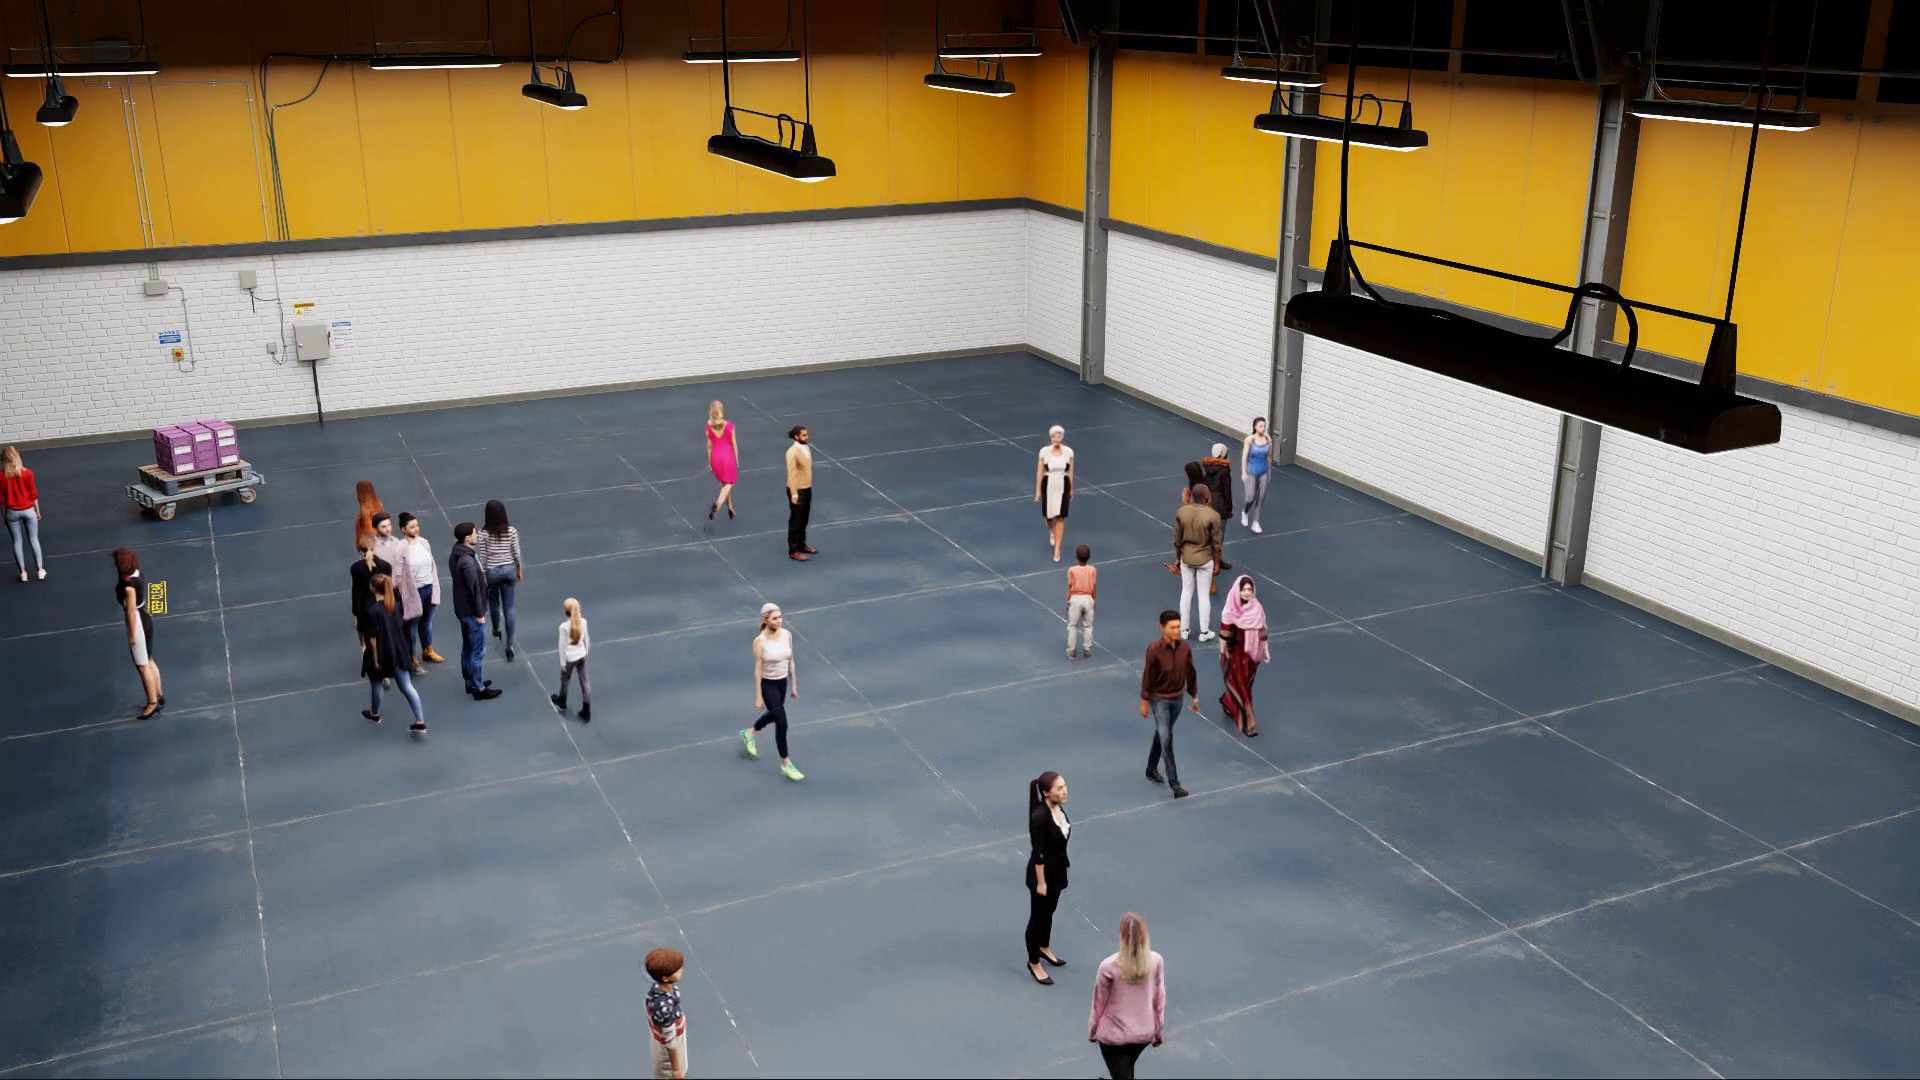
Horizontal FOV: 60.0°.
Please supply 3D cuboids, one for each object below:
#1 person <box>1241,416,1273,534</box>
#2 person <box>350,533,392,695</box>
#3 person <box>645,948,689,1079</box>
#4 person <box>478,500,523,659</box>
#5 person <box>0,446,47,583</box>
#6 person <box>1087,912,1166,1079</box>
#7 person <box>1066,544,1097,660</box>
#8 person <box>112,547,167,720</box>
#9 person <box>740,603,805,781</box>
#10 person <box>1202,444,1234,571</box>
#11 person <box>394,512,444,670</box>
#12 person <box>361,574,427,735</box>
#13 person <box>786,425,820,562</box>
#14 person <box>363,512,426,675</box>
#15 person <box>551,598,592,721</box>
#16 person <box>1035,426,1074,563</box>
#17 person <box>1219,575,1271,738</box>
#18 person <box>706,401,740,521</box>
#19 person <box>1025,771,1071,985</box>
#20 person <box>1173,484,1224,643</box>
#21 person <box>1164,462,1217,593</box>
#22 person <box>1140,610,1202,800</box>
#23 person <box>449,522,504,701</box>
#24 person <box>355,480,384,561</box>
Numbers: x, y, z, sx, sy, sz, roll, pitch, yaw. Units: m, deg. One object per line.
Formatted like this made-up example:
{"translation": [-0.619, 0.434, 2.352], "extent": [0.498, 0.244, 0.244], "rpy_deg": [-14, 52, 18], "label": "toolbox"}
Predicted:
{"translation": [3.981, -0.903, 22.481], "extent": [0.630, 1.605, 0.716], "rpy_deg": [-5, 19, -13], "label": "person"}
{"translation": [-6.028, 0.823, 17.152], "extent": [0.616, 1.736, 0.895], "rpy_deg": [-10, 21, -28], "label": "person"}
{"translation": [-1.847, 3.216, 10.512], "extent": [0.574, 1.439, 0.390], "rpy_deg": [-8, 20, -23], "label": "person"}
{"translation": [-5.003, 0.469, 18.181], "extent": [0.636, 1.750, 1.034], "rpy_deg": [-7, 20, -20], "label": "person"}
{"translation": [-11.660, -0.328, 20.622], "extent": [0.633, 1.703, 0.556], "rpy_deg": [-12, 22, -31], "label": "person"}
{"translation": [1.069, 3.148, 10.398], "extent": [0.704, 1.641, 1.108], "rpy_deg": [-6, 19, -17], "label": "person"}
{"translation": [1.338, 0.677, 18.254], "extent": [0.539, 1.309, 0.564], "rpy_deg": [-1, 19, -2], "label": "person"}
{"translation": [-8.264, 0.920, 16.771], "extent": [0.671, 1.796, 0.493], "rpy_deg": [-4, 19, -12], "label": "person"}
{"translation": [-1.809, 1.379, 15.606], "extent": [1.202, 1.669, 0.923], "rpy_deg": [15, 24, 38], "label": "person"}
{"translation": [3.260, -0.438, 21.058], "extent": [0.728, 1.633, 0.591], "rpy_deg": [-12, 22, -32], "label": "person"}
{"translation": [-5.898, 0.537, 17.998], "extent": [0.825, 1.738, 0.798], "rpy_deg": [10, 21, 28], "label": "person"}
{"translation": [-5.530, 1.159, 16.312], "extent": [1.213, 1.635, 1.027], "rpy_deg": [11, 22, 30], "label": "person"}
{"translation": [-2.067, -0.631, 21.445], "extent": [0.801, 1.752, 0.742], "rpy_deg": [7, 20, 19], "label": "person"}
{"translation": [-6.161, 0.561, 17.834], "extent": [1.029, 1.798, 0.886], "rpy_deg": [14, 23, 35], "label": "person"}
{"translation": [-3.841, 1.218, 16.725], "extent": [0.646, 1.260, 0.872], "rpy_deg": [-15, 24, -38], "label": "person"}
{"translation": [1.236, -0.636, 21.505], "extent": [0.983, 1.722, 1.179], "rpy_deg": [2, 19, 5], "label": "person"}
{"translation": [2.775, 1.096, 16.530], "extent": [0.677, 1.615, 1.085], "rpy_deg": [-7, 20, -20], "label": "person"}
{"translation": [-3.263, -1.033, 22.725], "extent": [0.935, 1.696, 1.028], "rpy_deg": [5, 19, 15], "label": "person"}
{"translation": [0.641, 2.476, 12.361], "extent": [0.740, 1.662, 0.693], "rpy_deg": [8, 20, 23], "label": "person"}
{"translation": [2.668, 0.246, 18.728], "extent": [0.759, 1.824, 0.859], "rpy_deg": [9, 21, 26], "label": "person"}
{"translation": [2.932, -0.122, 20.177], "extent": [0.842, 1.597, 1.178], "rpy_deg": [-14, 23, -36], "label": "person"}
{"translation": [1.847, 1.449, 15.272], "extent": [0.694, 1.750, 1.013], "rpy_deg": [-9, 21, -26], "label": "person"}
{"translation": [-5.070, 0.722, 17.203], "extent": [0.771, 1.895, 0.573], "rpy_deg": [-13, 22, -33], "label": "person"}
{"translation": [-6.680, 0.130, 19.267], "extent": [0.983, 1.699, 1.047], "rpy_deg": [1, 19, 3], "label": "person"}
